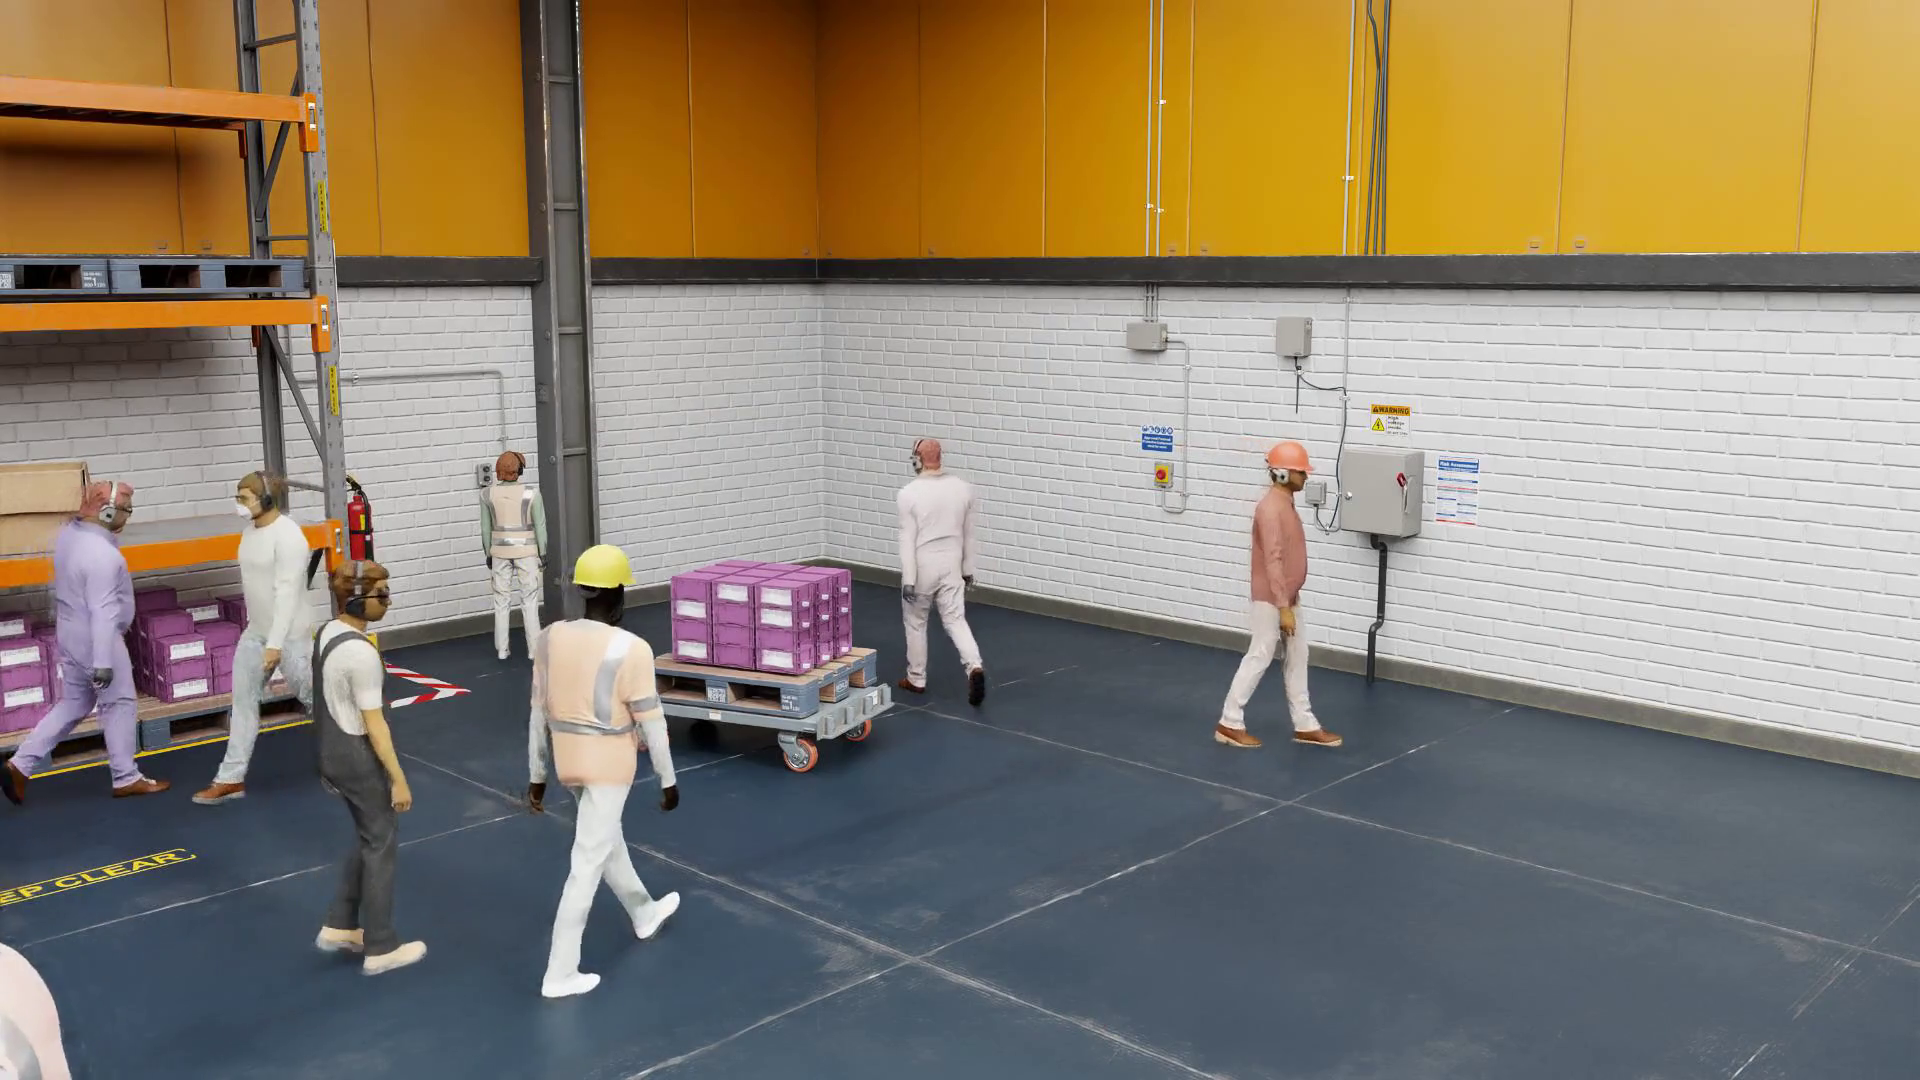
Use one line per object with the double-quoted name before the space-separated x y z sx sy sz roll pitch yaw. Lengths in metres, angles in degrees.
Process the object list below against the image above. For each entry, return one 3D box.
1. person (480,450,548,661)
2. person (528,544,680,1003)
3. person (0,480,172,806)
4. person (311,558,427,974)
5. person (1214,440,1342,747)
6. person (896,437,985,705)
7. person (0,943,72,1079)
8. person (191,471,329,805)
"person" -3.440 0.129 12.858 0.513 1.641 0.307 0 9 2
"person" -1.508 0.951 7.119 0.610 1.869 1.002 5 11 30
"person" -4.939 0.597 9.305 0.696 1.864 0.800 9 13 44
"person" -2.541 0.973 7.113 0.397 1.826 0.531 -7 11 -35
"person" 2.024 0.352 10.521 0.656 1.987 0.618 4 10 25
"person" -0.144 0.214 11.650 0.644 1.874 0.885 -6 11 -32
"person" -2.215 1.560 3.617 0.999 1.785 0.622 -3 10 -19
"person" -3.937 0.534 9.615 0.630 1.897 1.014 7 12 37
